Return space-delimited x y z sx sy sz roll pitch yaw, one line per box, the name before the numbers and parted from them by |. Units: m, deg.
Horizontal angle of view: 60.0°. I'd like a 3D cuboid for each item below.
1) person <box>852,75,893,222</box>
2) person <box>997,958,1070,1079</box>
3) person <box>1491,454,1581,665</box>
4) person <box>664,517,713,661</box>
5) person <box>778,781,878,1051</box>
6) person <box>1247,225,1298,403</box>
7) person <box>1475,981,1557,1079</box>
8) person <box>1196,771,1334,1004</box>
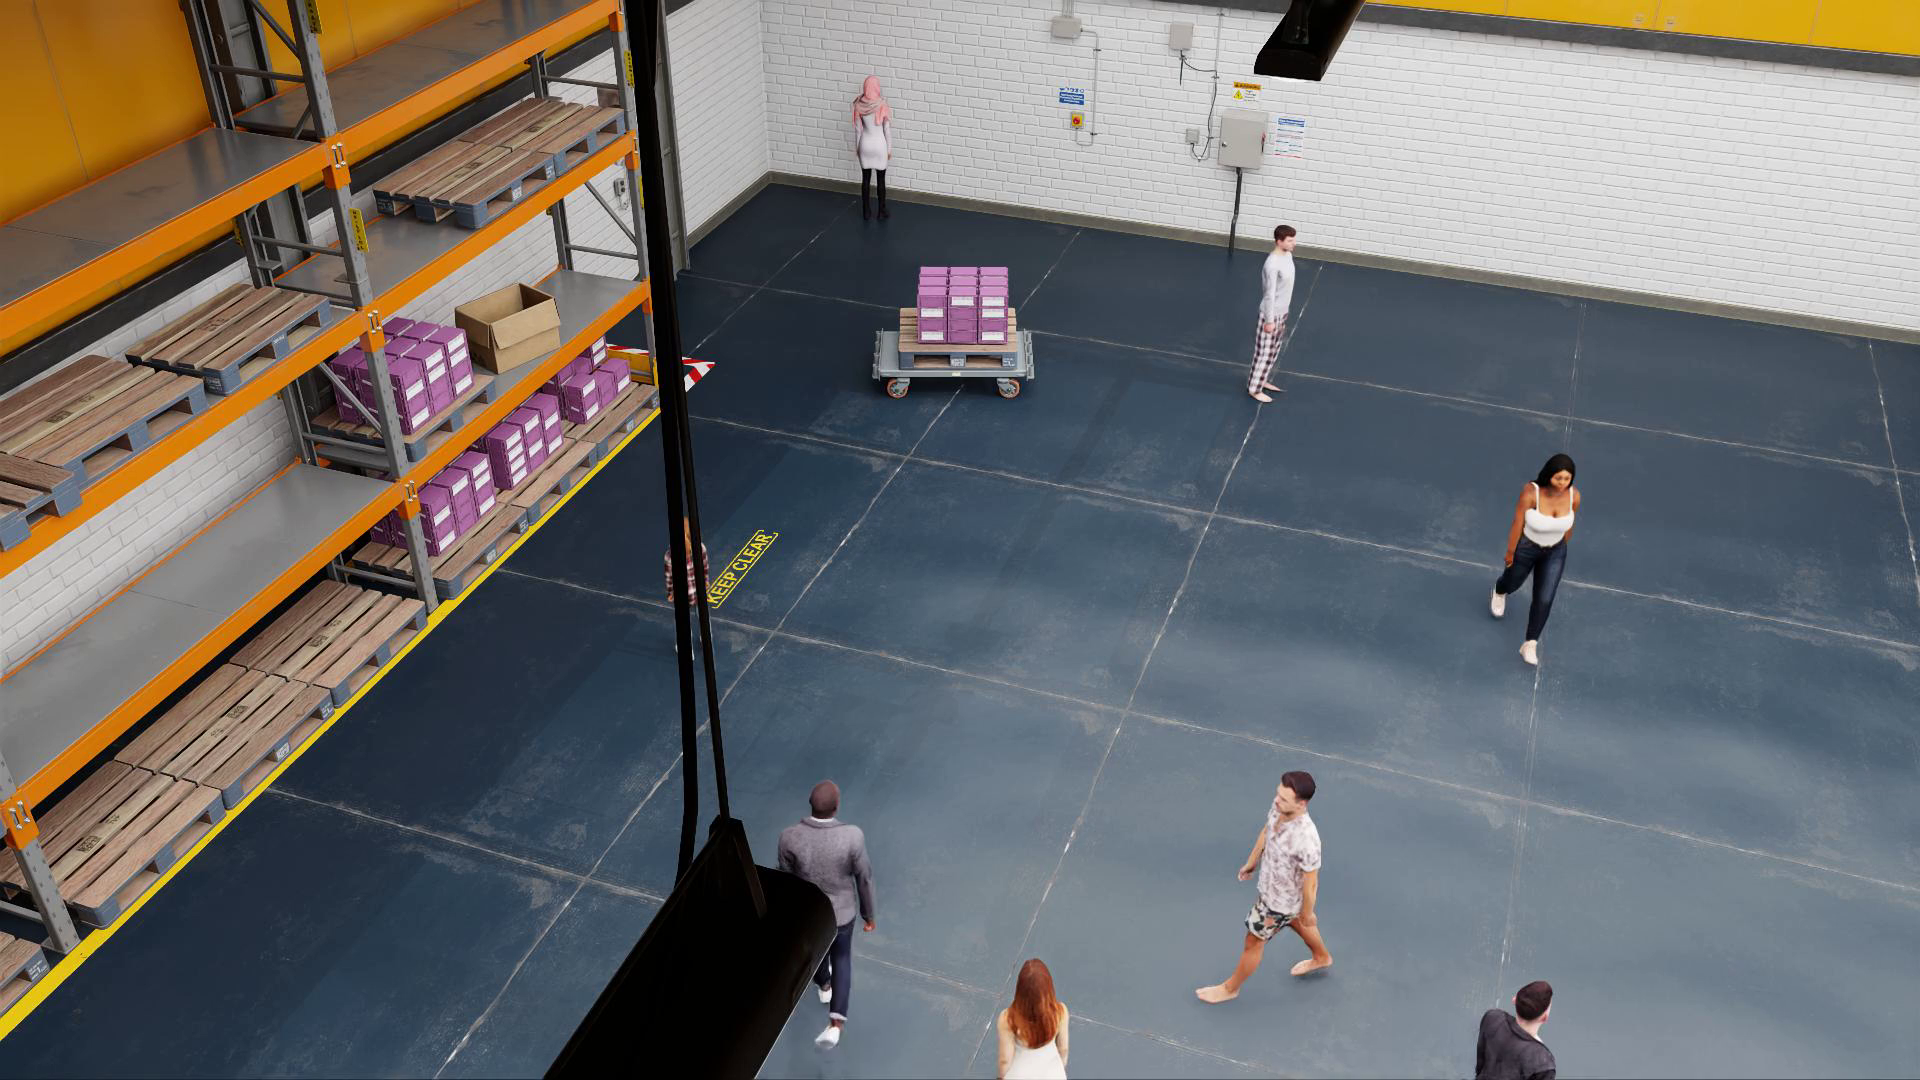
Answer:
person | -1.069 -4.829 20.500 0.664 1.803 0.634 5 34 8
person | 0.392 2.892 8.966 0.645 1.711 0.671 -5 34 -7
person | 4.538 0.053 13.178 0.822 1.777 1.223 3 34 5
person | -2.138 0.373 13.122 0.611 1.306 0.684 -20 38 -27
person | -0.815 2.261 9.846 0.921 1.788 1.111 2 34 3
person | 3.136 -2.293 16.645 0.725 1.847 0.546 18 38 25
person | 2.773 3.027 8.666 0.836 1.820 0.785 -16 37 -23
person | 2.051 2.088 10.115 1.058 1.779 1.191 -3 34 -5
